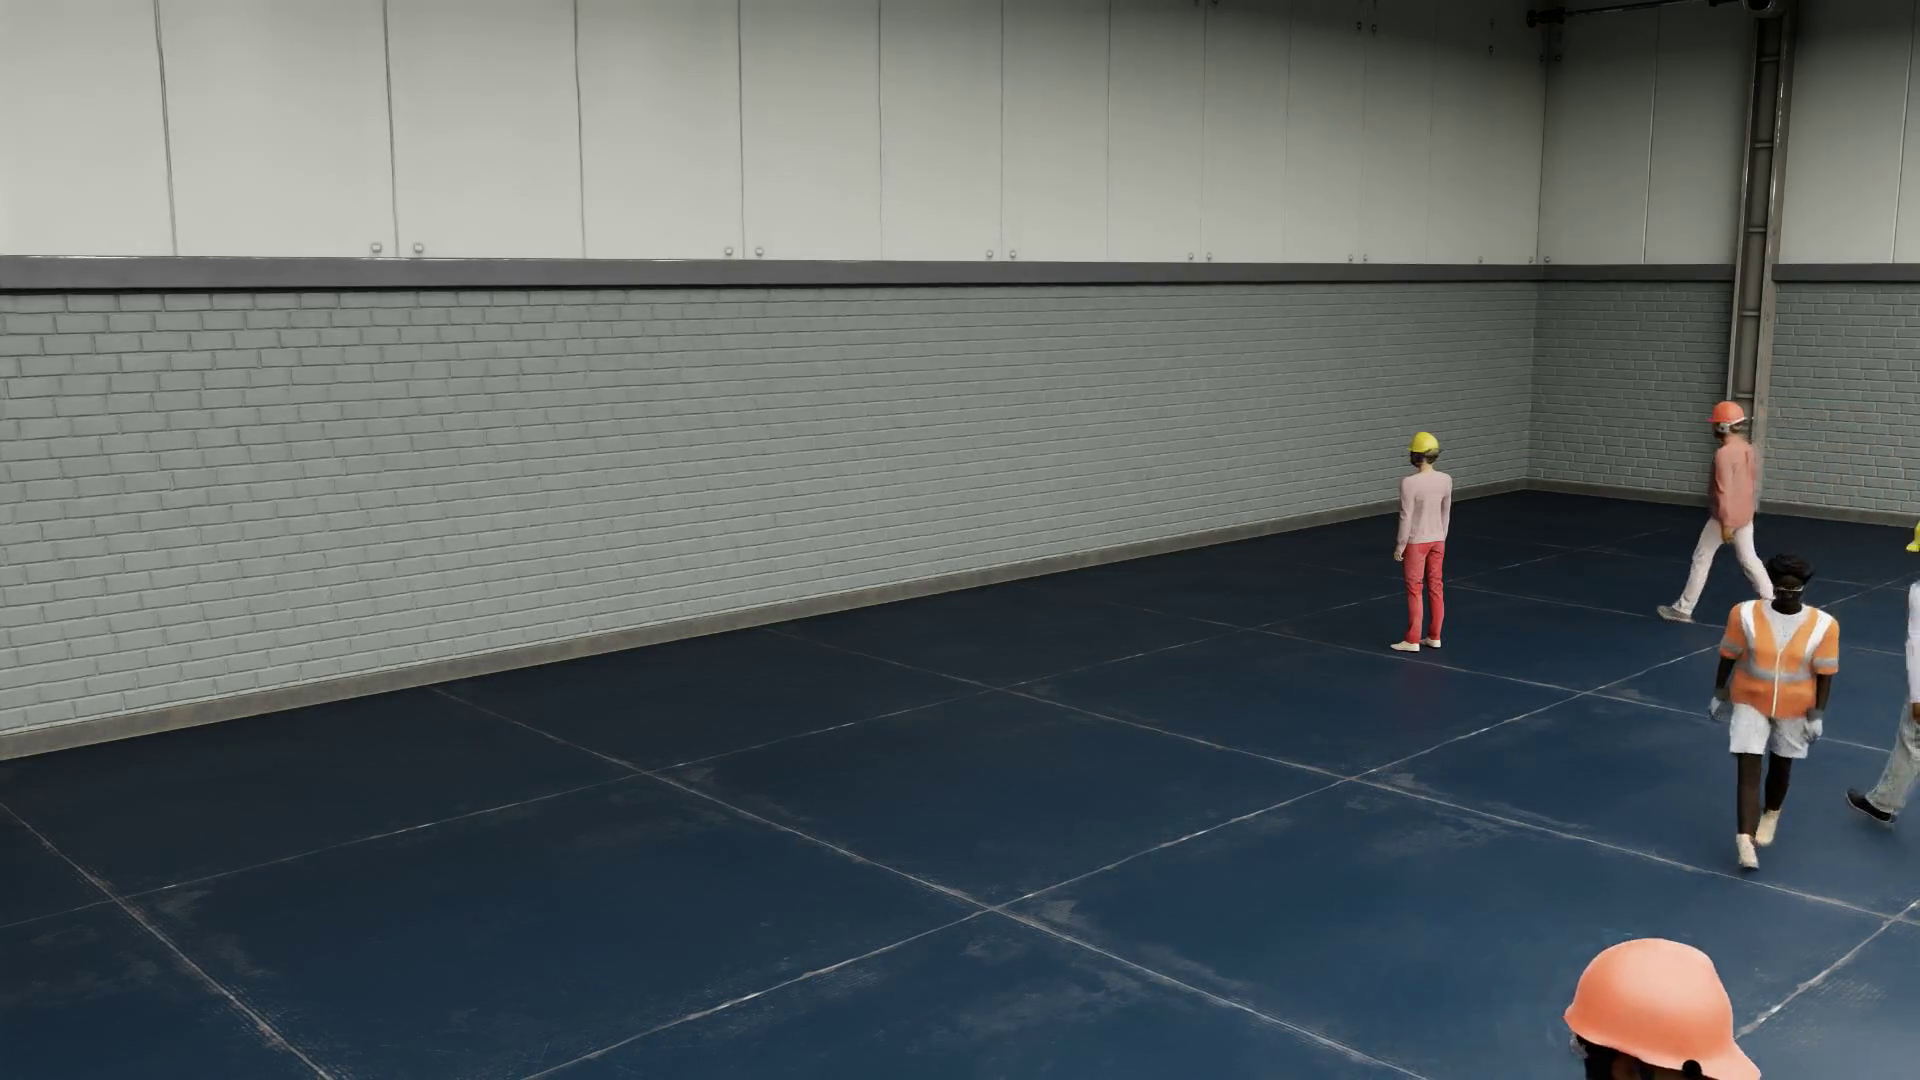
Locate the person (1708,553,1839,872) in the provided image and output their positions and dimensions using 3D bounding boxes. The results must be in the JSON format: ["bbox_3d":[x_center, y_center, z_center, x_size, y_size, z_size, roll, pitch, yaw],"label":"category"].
[{"bbox_3d":[4.154,0.851,8.511,0.563,1.635,0.904,4,10,23],"label":"person"}]

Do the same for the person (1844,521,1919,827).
[{"bbox_3d":[5.160,0.739,8.778,0.613,1.781,0.867,-1,9,-6],"label":"person"}]

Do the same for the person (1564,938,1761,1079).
[{"bbox_3d":[1.131,1.615,2.923,0.401,1.920,0.539,5,11,30],"label":"person"}]

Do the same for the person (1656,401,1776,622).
[{"bbox_3d":[6.572,-0.203,14.157,0.611,1.950,1.030,-7,12,-38],"label":"person"}]

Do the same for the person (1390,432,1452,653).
[{"bbox_3d":[3.683,0.022,13.290,0.525,1.767,0.320,-5,11,-29],"label":"person"}]
